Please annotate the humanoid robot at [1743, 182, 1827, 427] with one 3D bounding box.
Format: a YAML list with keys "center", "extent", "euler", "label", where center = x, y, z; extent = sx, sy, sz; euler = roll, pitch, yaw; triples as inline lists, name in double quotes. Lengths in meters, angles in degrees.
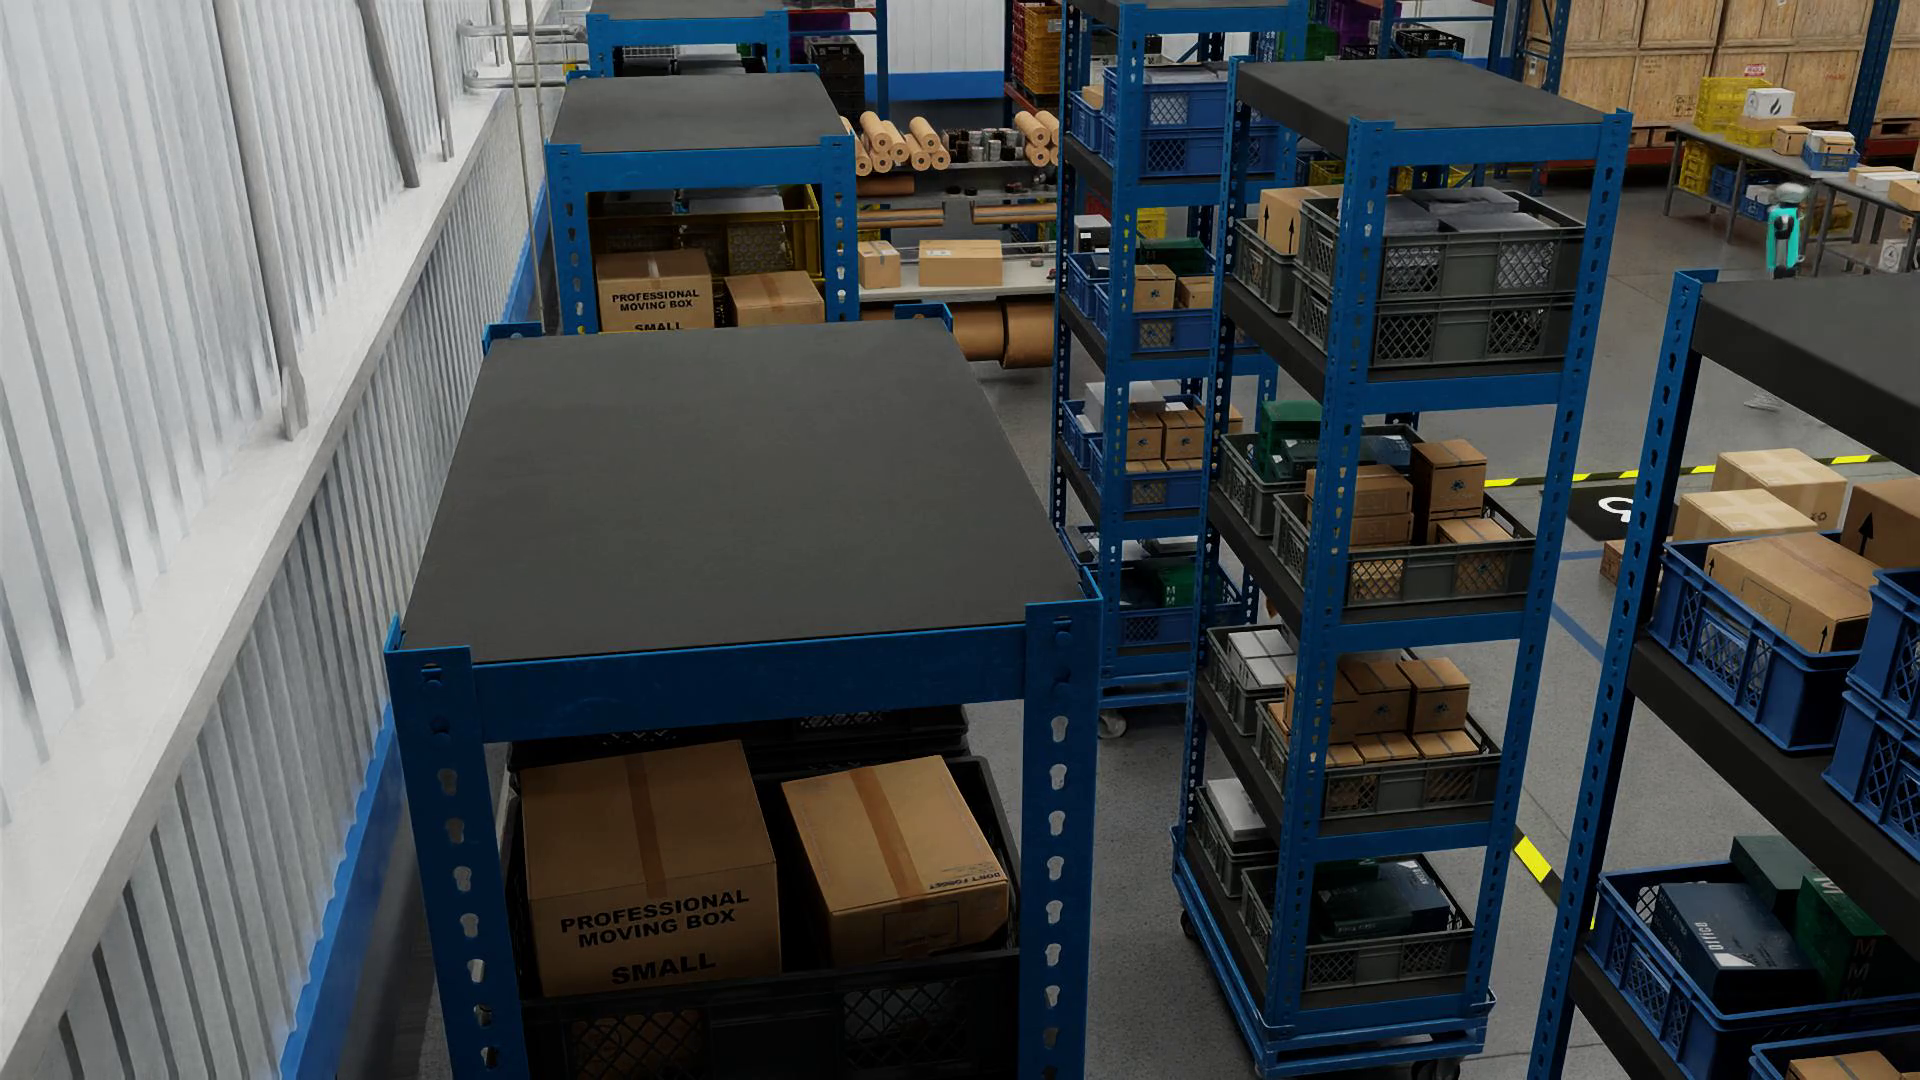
- center: [6.288, -1.699, 12.297]
  extent: [0.859, 1.820, 0.537]
  euler: [11, 27, 22]
  label: "humanoid robot"

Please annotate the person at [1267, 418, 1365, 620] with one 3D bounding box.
- center: [1.748, 0.214, 7.941]
  extent: [0.596, 1.849, 0.389]
  euler: [-4, 25, -9]
  label: "person"
